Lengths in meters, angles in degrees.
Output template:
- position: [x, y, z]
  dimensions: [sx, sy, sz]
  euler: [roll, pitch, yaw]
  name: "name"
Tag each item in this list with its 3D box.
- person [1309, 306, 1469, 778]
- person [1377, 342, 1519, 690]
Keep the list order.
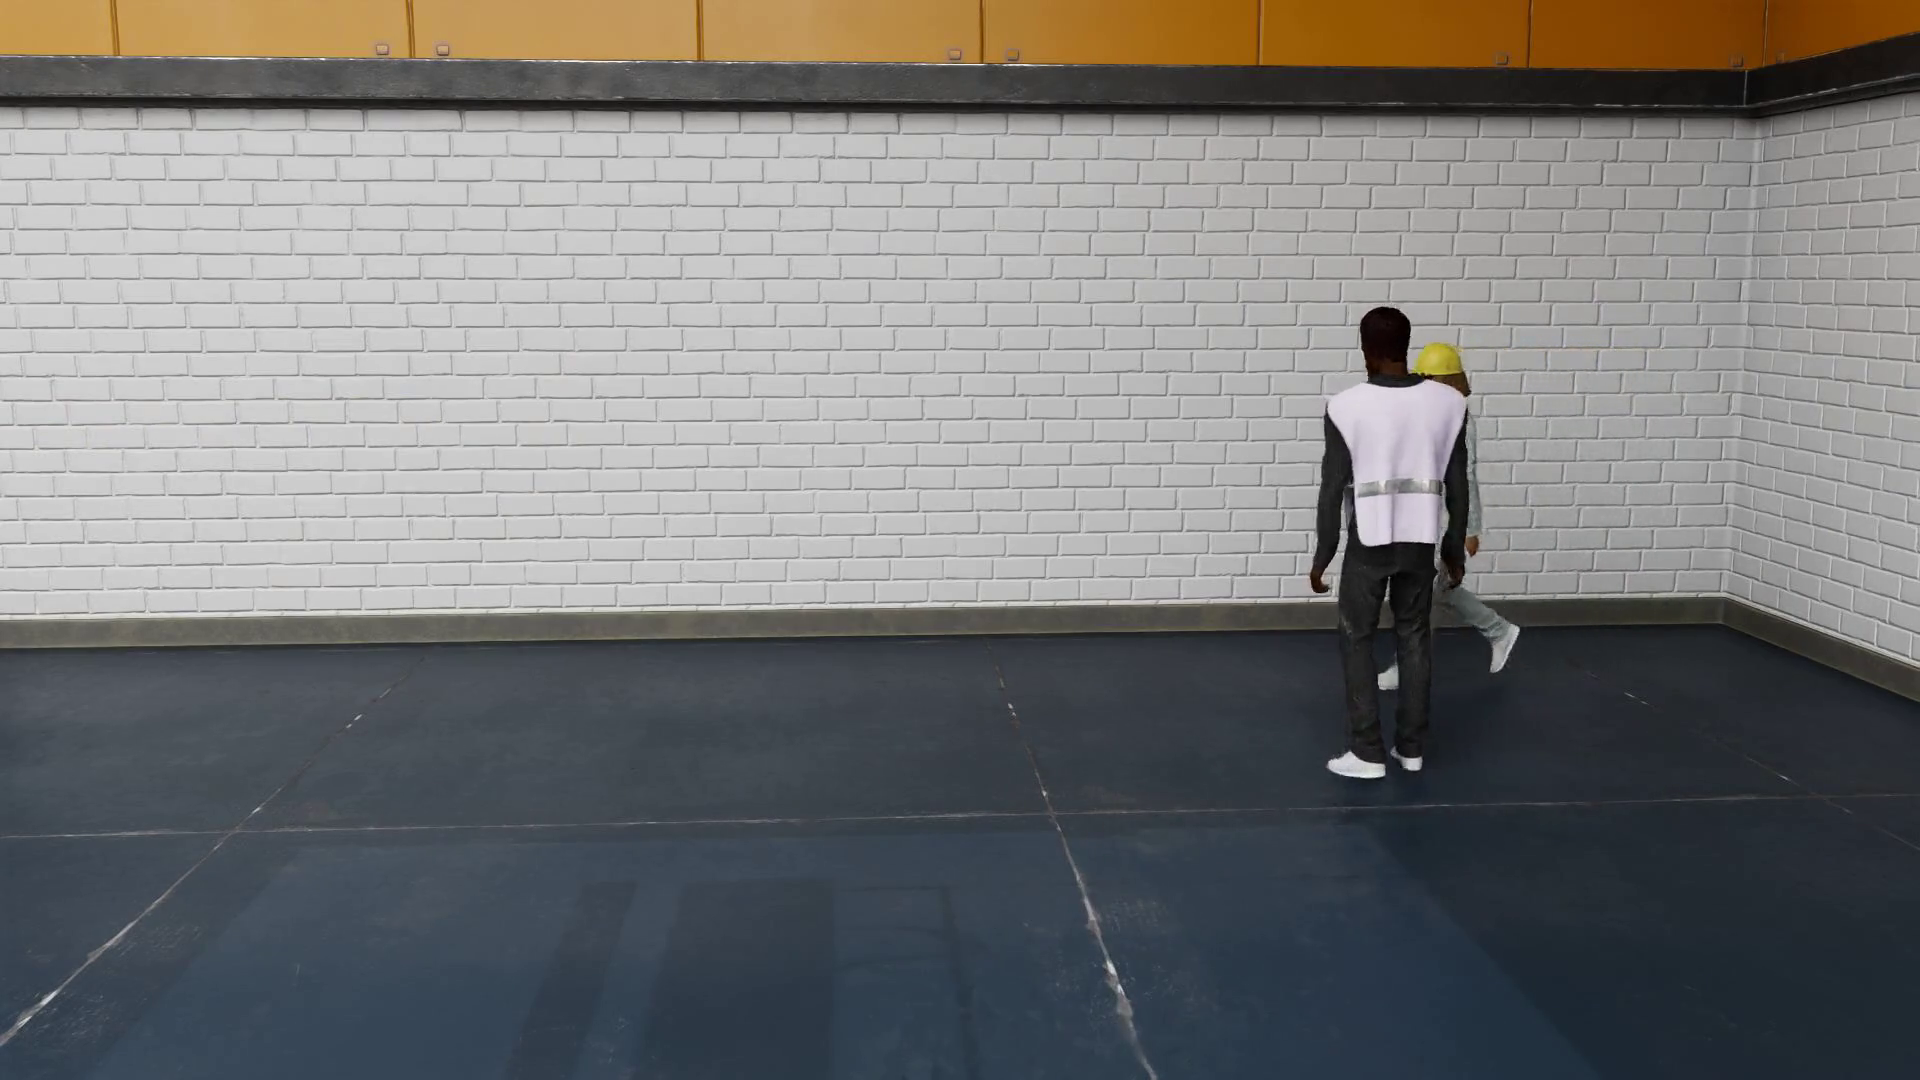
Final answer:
- position: [1.756, 0.027, 6.707]
  dimensions: [0.658, 1.904, 0.445]
  euler: [-1, 9, -8]
  name: "person"
- position: [2.389, -0.113, 8.093]
  dimensions: [0.745, 1.708, 0.489]
  euler: [-1, 9, -6]
  name: "person"
